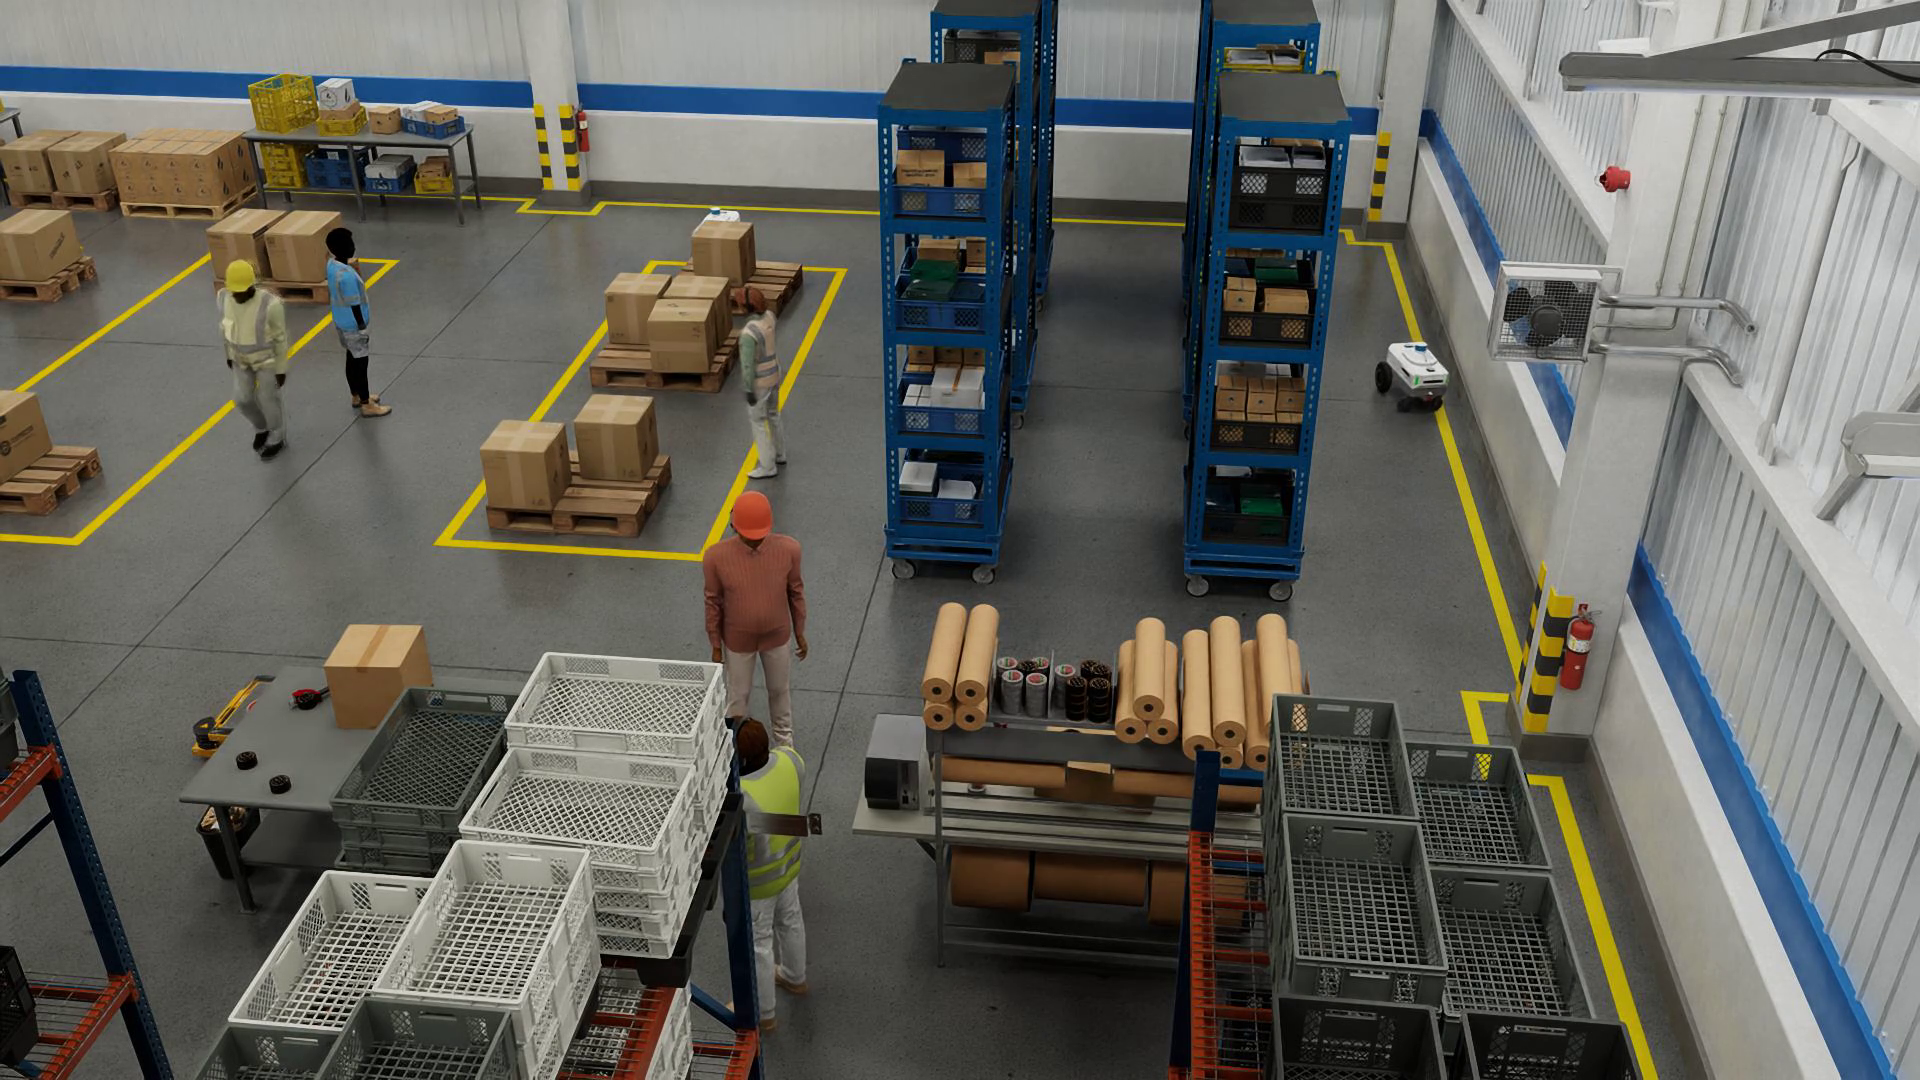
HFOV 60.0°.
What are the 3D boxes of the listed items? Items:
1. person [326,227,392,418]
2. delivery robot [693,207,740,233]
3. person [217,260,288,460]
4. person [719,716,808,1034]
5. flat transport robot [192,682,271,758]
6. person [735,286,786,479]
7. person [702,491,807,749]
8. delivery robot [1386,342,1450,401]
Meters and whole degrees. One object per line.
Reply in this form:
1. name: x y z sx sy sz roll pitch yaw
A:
1. person: -5.287 -1.904 14.503 0.317 1.699 0.540 -19 35 -30
2. delivery robot: -2.640 -3.369 18.061 0.477 0.478 0.707 5 31 9
3. person: -5.795 -1.481 13.683 0.637 1.796 0.445 6 31 10
4. person: -1.004 1.646 8.281 0.429 1.836 0.632 15 33 24
5. flat transport robot: -4.089 1.163 10.648 1.431 0.197 0.652 3 30 6
6. person: -1.610 -1.307 13.546 0.315 1.633 0.591 8 31 14
7. person: -1.210 0.580 9.958 0.608 1.986 0.389 -9 32 -16
8. delivery robot: 4.105 -1.538 14.918 0.477 0.478 0.707 -4 31 -7
